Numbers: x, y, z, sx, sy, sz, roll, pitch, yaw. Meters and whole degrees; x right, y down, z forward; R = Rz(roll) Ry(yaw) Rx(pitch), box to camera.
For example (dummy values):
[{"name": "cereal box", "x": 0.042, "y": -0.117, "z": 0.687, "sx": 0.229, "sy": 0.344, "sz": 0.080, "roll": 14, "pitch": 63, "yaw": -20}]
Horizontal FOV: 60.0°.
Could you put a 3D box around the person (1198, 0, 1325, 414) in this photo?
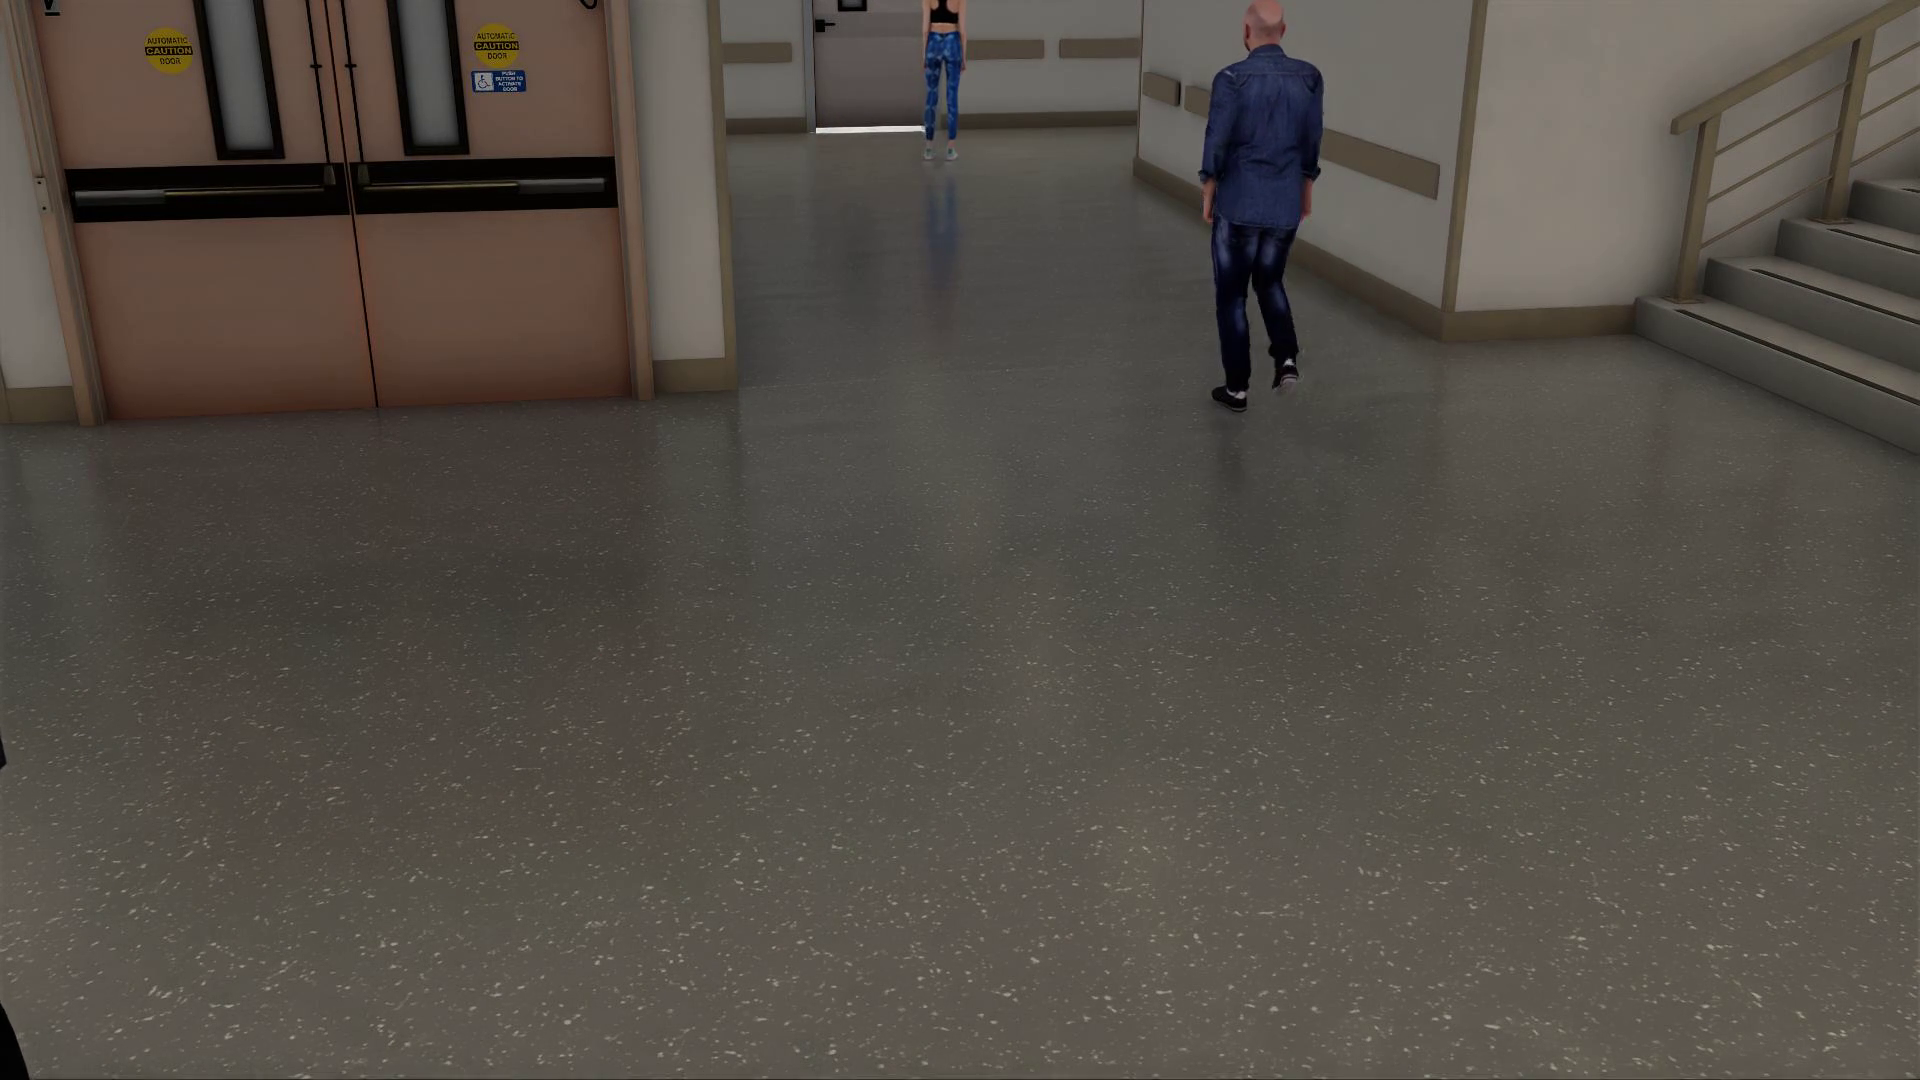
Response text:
[{"name": "person", "x": 1.342, "y": -1.436, "z": 7.357, "sx": 0.672, "sy": 1.815, "sz": 0.828, "roll": -7, "pitch": 22, "yaw": -17}]

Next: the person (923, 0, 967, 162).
[{"name": "person", "x": -0.158, "y": -4.380, "z": 15.179, "sx": 0.554, "sy": 1.782, "sz": 0.666, "roll": 1, "pitch": 21, "yaw": 4}]
